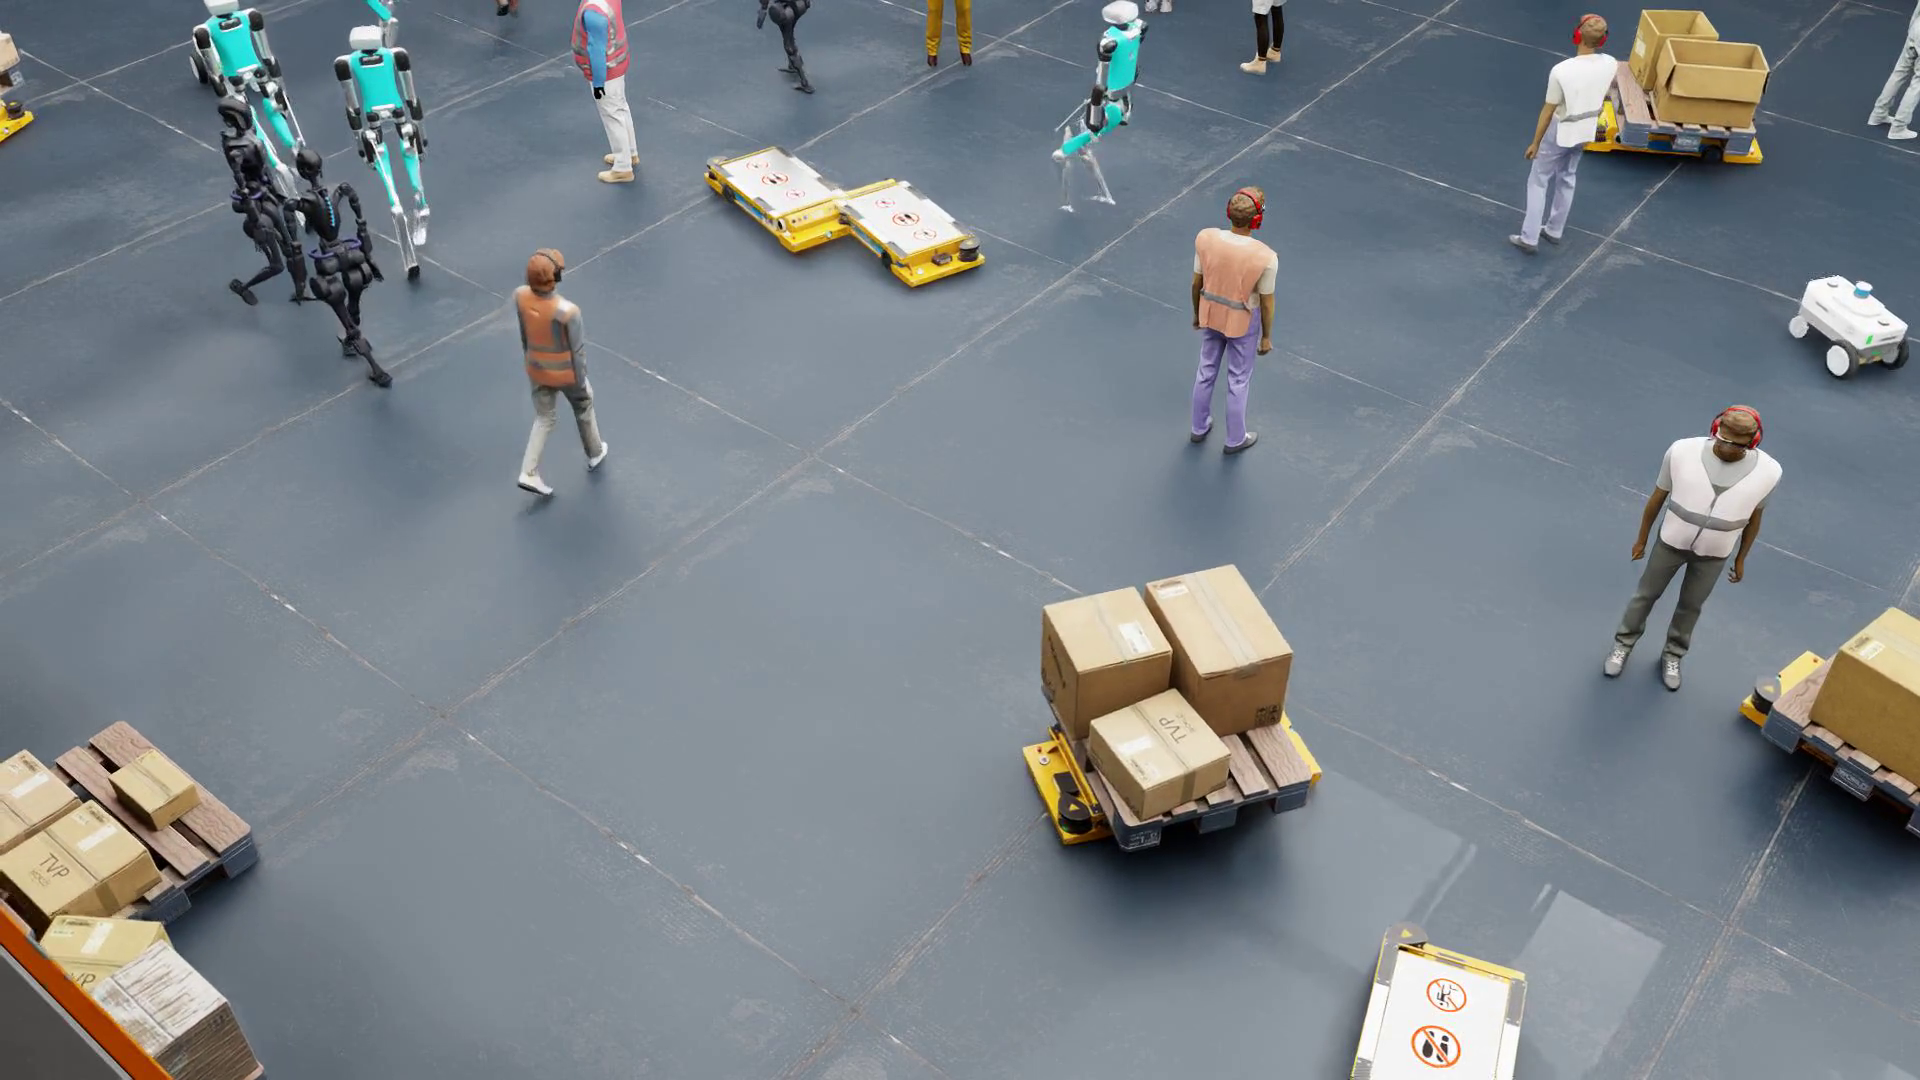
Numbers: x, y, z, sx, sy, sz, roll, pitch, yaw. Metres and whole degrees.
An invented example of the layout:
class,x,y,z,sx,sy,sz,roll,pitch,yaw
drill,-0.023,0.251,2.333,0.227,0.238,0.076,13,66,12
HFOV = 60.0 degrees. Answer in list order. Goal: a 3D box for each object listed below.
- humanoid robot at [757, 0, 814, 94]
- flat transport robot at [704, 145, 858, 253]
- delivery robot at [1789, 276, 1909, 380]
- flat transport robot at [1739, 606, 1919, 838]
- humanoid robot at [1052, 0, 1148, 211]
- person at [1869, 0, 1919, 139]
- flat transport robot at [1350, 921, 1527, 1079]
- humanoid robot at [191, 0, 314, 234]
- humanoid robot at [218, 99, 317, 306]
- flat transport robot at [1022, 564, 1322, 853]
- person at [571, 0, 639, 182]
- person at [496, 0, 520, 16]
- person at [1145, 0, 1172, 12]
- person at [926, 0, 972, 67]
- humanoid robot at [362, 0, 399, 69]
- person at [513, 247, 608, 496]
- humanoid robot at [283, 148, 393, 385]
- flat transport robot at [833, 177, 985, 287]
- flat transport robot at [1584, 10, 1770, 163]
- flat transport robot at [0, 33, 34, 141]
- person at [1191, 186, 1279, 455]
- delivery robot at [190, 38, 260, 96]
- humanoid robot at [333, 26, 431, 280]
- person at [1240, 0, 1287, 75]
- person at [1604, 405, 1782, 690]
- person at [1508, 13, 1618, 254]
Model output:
class,x,y,z,sx,sy,sz,roll,pitch,yaw
humanoid robot,-1.548,-4.758,14.596,0.539,1.647,0.600,27,47,28
flat transport robot,-1.427,-2.763,13.329,0.659,0.231,1.431,-25,46,-26
delivery robot,6.230,-1.529,11.644,0.499,0.580,0.756,-11,42,-13
flat transport robot,4.954,1.112,8.769,0.659,0.231,1.431,-27,47,-28
humanoid robot,0.997,-3.353,12.922,0.788,1.805,0.532,28,48,29
person,8.121,-4.198,13.888,0.321,1.730,0.489,-8,41,-10
flat transport robot,2.067,2.357,7.305,0.659,0.231,1.431,14,42,16
humanoid robot,-5.285,-3.223,12.772,0.550,1.807,0.908,-31,49,-31
humanoid robot,-5.022,-2.378,11.805,0.593,1.637,0.613,-4,41,-4
flat transport robot,1.108,1.146,8.730,1.431,0.231,0.659,-12,42,-14
person,-2.859,-3.772,13.314,0.431,1.836,0.629,-1,40,-1
person,-4.416,-5.841,15.723,0.582,1.855,0.488,-15,43,-17
person,2.032,-5.933,15.824,0.571,1.866,0.530,5,41,6
person,-0.084,-5.124,14.969,0.531,1.750,0.343,-4,40,-4
humanoid robot,-5.333,-5.106,14.982,0.663,1.837,0.539,-29,48,-30
person,-2.518,-1.005,10.219,0.518,1.607,0.705,15,43,17
humanoid robot,-4.218,-1.838,11.186,0.735,1.625,0.611,30,49,30
flat transport robot,-0.467,-2.436,12.944,0.659,0.231,1.431,-22,45,-24
flat transport robot,6.049,-3.487,14.180,1.431,0.231,0.659,7,41,8
flat transport robot,-8.854,-3.649,14.370,1.431,0.231,0.659,10,41,12
person,1.695,-1.354,10.456,0.562,1.843,0.391,25,46,26
delivery robot,-6.606,-4.336,14.969,0.522,0.609,0.780,-24,46,-25
humanoid robot,-4.153,-2.790,12.248,0.534,1.778,0.964,-13,42,-15
person,2.782,-5.050,14.923,0.322,1.688,0.535,26,47,28
person,3.895,0.020,8.841,0.567,1.839,0.374,13,42,15
person,4.513,-3.002,12.406,0.576,1.831,0.423,-16,43,-18
